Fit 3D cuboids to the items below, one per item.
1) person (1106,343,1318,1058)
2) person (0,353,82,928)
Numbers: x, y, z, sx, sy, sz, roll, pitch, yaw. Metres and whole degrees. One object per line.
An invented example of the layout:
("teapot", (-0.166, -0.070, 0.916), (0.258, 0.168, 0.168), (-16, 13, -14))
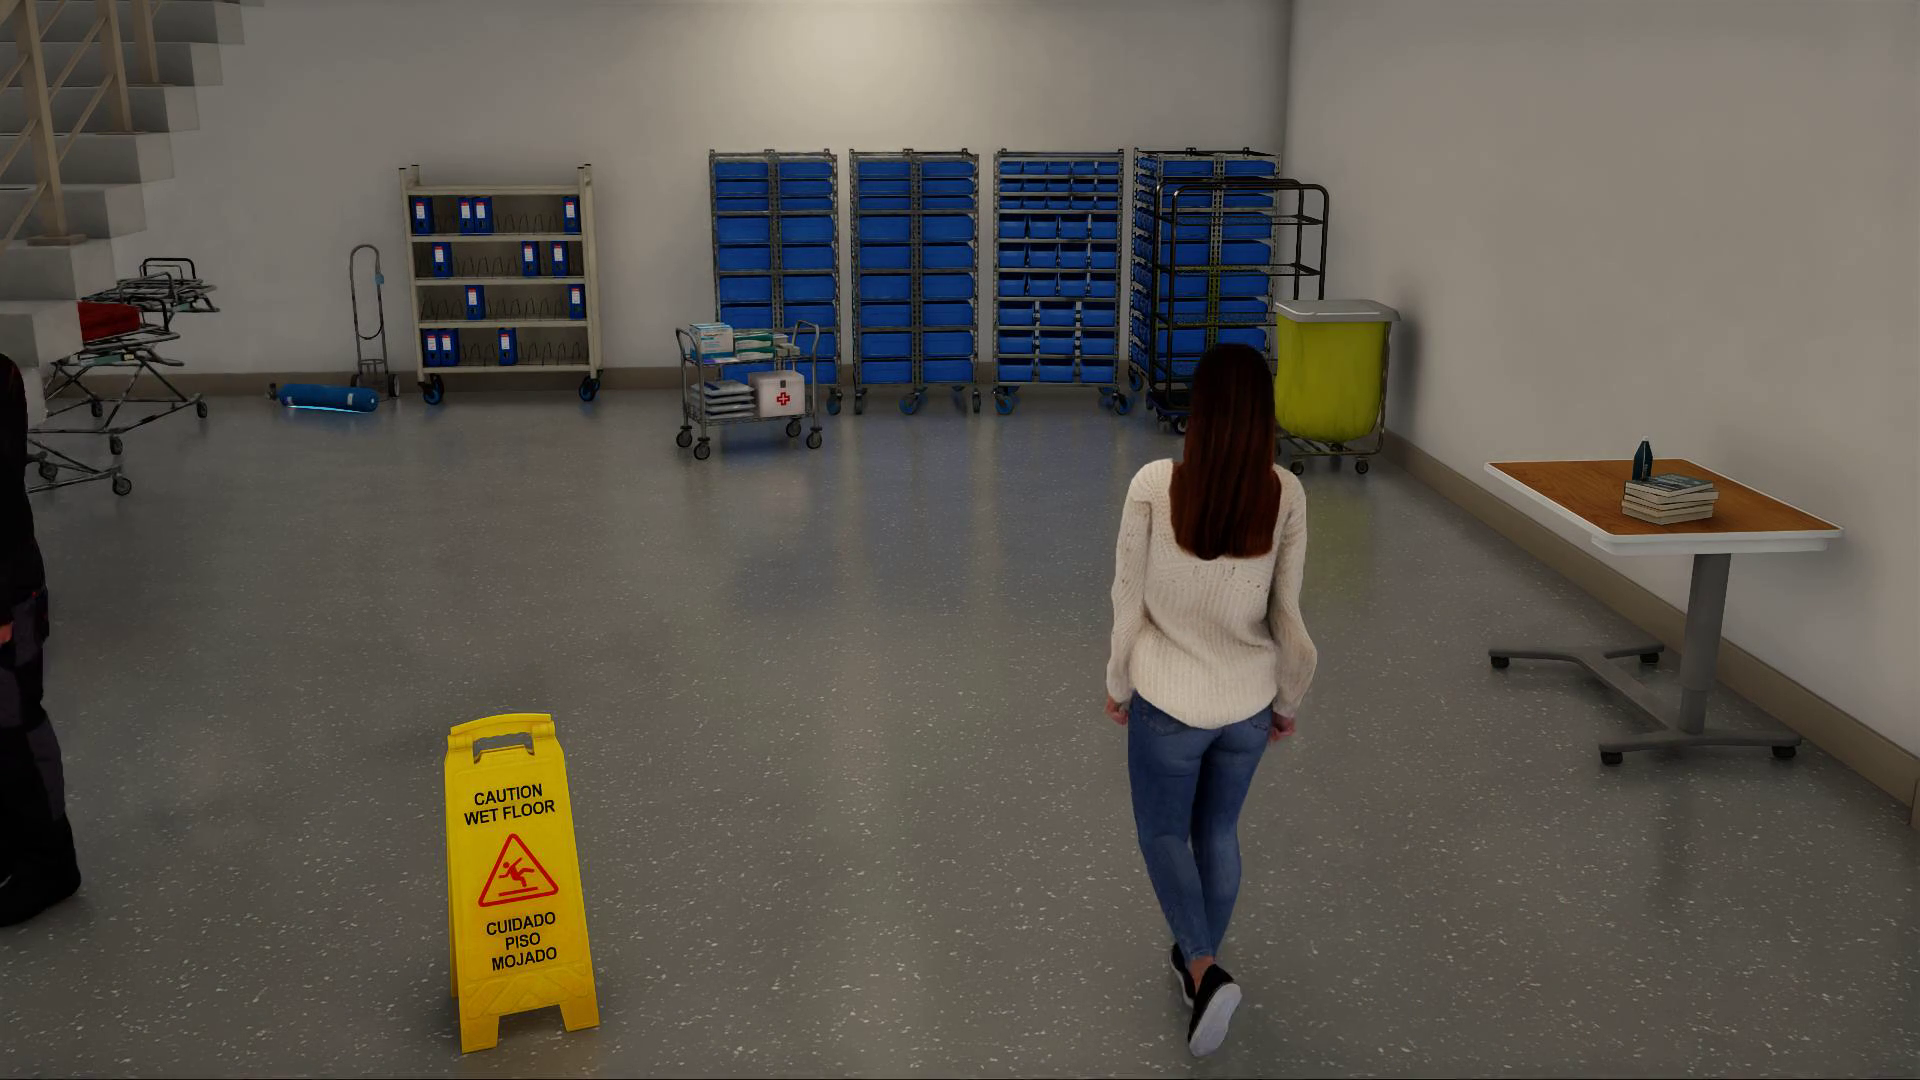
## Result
("person", (0.573, 0.400, 3.836), (0.619, 1.681, 0.906), (-1, 16, -3))
("person", (-2.597, 0.089, 4.483), (0.843, 1.928, 0.861), (9, 18, 28))
